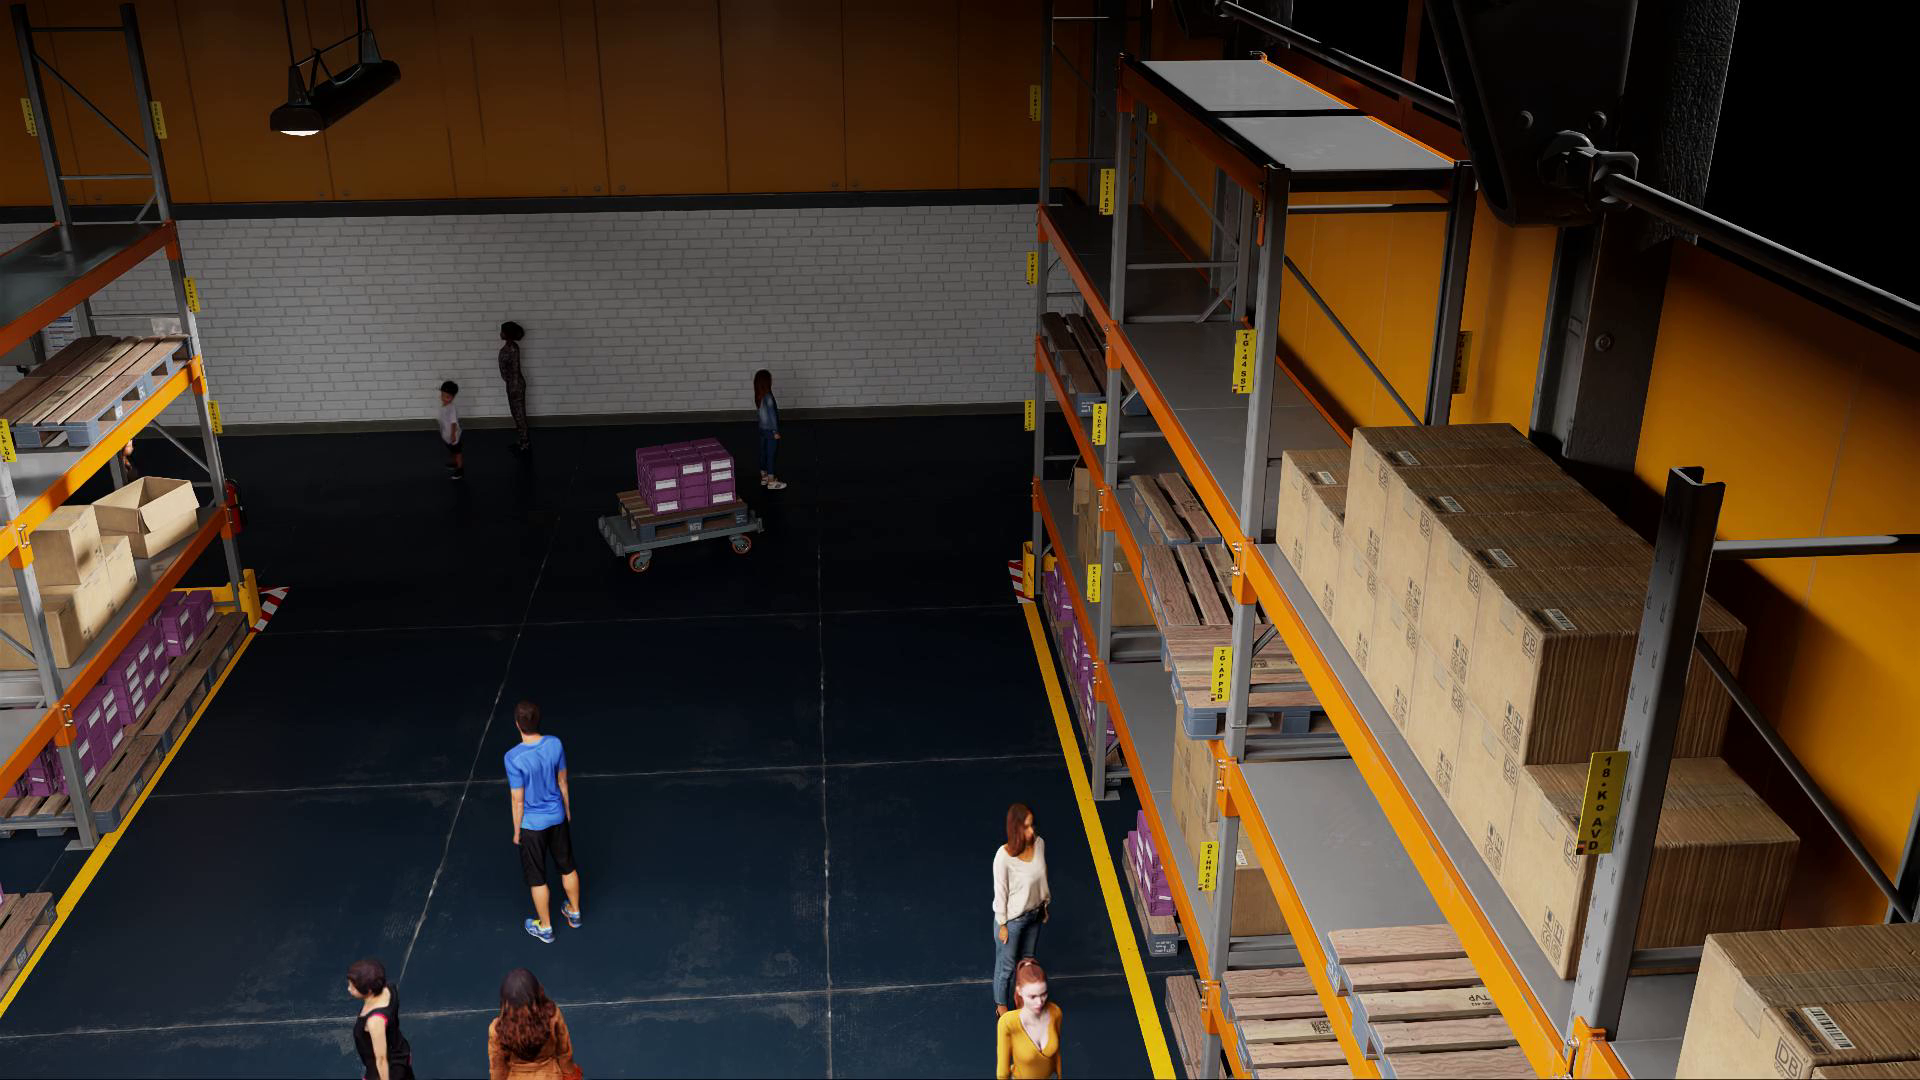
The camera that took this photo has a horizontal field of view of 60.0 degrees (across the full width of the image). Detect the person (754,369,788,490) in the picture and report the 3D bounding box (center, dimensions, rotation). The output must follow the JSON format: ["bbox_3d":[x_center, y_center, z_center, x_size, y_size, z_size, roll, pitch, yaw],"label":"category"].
[{"bbox_3d":[-2.312,-1.340,19.983,0.695,1.477,0.582,-14,27,-29],"label":"person"}]

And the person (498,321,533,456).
[{"bbox_3d":[-5.631,-1.935,21.049,0.712,1.713,0.608,-10,26,-22],"label":"person"}]

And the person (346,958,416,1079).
[{"bbox_3d":[-3.303,3.082,9.806,0.635,1.525,0.890,-1,24,-3],"label":"person"}]

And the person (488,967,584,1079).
[{"bbox_3d":[-2.365,3.173,9.368,0.811,1.710,0.892,-8,25,-18],"label":"person"}]

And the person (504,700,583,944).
[{"bbox_3d":[-2.979,1.999,11.859,0.702,1.866,0.741,-21,31,-39],"label":"person"}]

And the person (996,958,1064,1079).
[{"bbox_3d":[0.385,3.132,9.409,0.673,1.750,0.684,-12,26,-26],"label":"person"}]

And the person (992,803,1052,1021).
[{"bbox_3d":[0.387,2.475,10.999,0.696,1.682,0.730,-20,31,-39],"label":"person"}]

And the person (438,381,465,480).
[{"bbox_3d":[-6.218,-1.357,20.313,0.759,1.243,0.619,-12,26,-25],"label":"person"}]
